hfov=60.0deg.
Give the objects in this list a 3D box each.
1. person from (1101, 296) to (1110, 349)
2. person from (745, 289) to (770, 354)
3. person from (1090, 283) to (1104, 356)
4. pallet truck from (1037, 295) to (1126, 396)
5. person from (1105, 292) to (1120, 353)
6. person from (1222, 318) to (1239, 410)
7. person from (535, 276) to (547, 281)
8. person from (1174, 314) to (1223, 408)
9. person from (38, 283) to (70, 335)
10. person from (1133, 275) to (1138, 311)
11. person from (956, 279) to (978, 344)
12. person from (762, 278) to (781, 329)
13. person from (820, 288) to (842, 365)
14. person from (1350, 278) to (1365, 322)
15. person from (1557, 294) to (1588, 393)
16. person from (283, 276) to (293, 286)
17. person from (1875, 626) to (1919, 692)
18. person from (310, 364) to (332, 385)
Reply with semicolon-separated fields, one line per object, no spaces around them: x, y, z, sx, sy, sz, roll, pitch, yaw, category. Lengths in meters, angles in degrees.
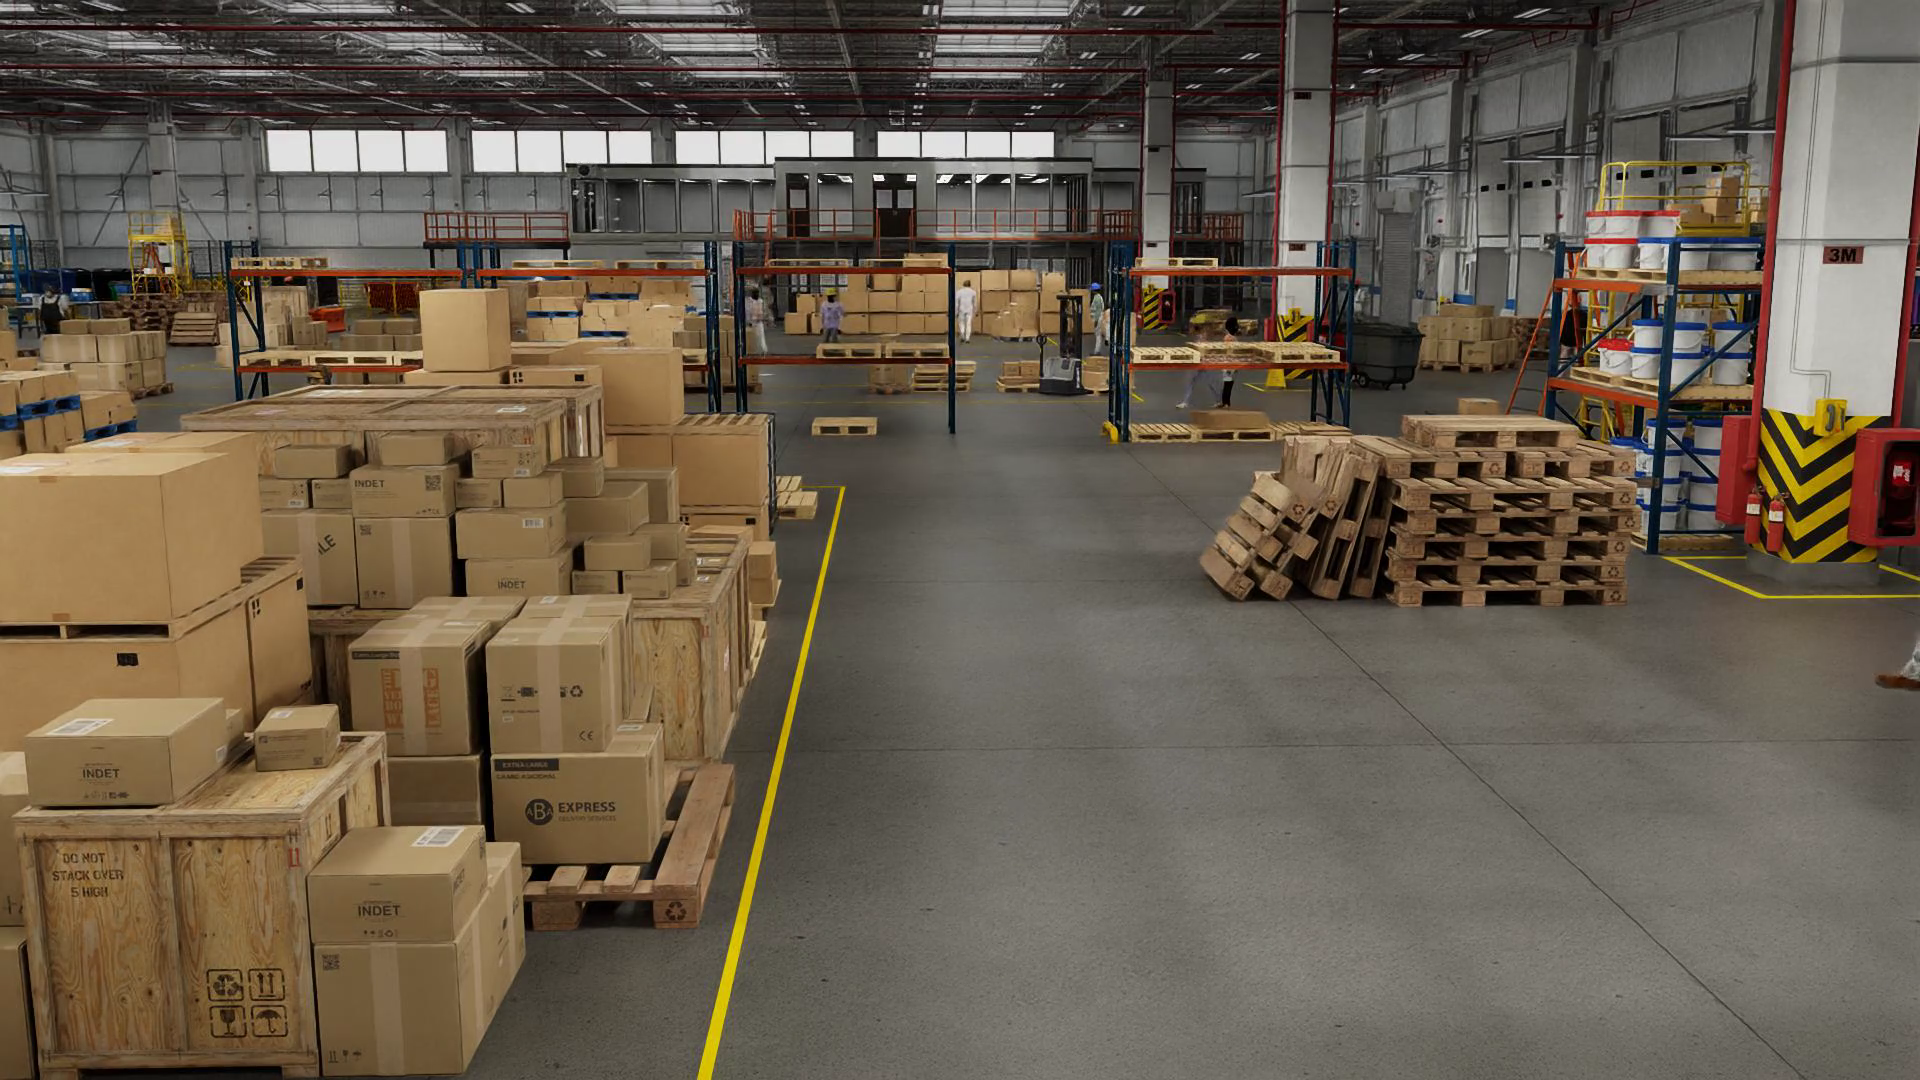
3.650;-5.045;40.267;0.511;1.722;0.636;-3;11;-15;person
-5.437;-5.768;44.166;0.620;1.795;0.978;-9;13;-41;person
3.636;-5.863;44.266;0.401;1.939;0.602;1;10;5;person
2.483;-3.881;33.060;1.885;1.965;0.823;-7;13;-36;pallet truck
3.431;-4.511;36.807;0.588;1.916;0.418;-7;12;-35;person
4.790;-3.076;29.407;0.318;1.700;0.536;4;11;21;person
-17.595;-10.391;69.782;0.595;1.847;0.966;2;10;11;person
4.405;-3.246;30.293;0.898;1.722;0.536;-2;10;-11;person
-23.241;-5.640;42.741;0.718;2.000;0.962;-1;10;-6;person
6.777;-9.659;65.256;0.623;1.992;0.396;-8;13;-37;person
0.210;-6.811;49.621;0.663;1.905;0.871;0;10;3;person
-6.718;-8.184;57.586;0.931;1.806;0.637;-3;11;-16;person
-3.214;-5.248;40.942;0.619;1.893;0.856;3;11;17;person
12.378;-7.221;51.954;0.553;1.901;0.949;7;12;33;person
12.315;-3.945;33.422;0.612;1.996;0.388;2;10;8;person
-20.107;-6.918;49.883;0.644;2.027;0.441;-9;14;-41;person
6.756;0.114;11.059;0.951;1.911;0.628;6;12;31;person
-6.250;-0.813;16.394;0.507;1.846;0.346;3;11;16;person
